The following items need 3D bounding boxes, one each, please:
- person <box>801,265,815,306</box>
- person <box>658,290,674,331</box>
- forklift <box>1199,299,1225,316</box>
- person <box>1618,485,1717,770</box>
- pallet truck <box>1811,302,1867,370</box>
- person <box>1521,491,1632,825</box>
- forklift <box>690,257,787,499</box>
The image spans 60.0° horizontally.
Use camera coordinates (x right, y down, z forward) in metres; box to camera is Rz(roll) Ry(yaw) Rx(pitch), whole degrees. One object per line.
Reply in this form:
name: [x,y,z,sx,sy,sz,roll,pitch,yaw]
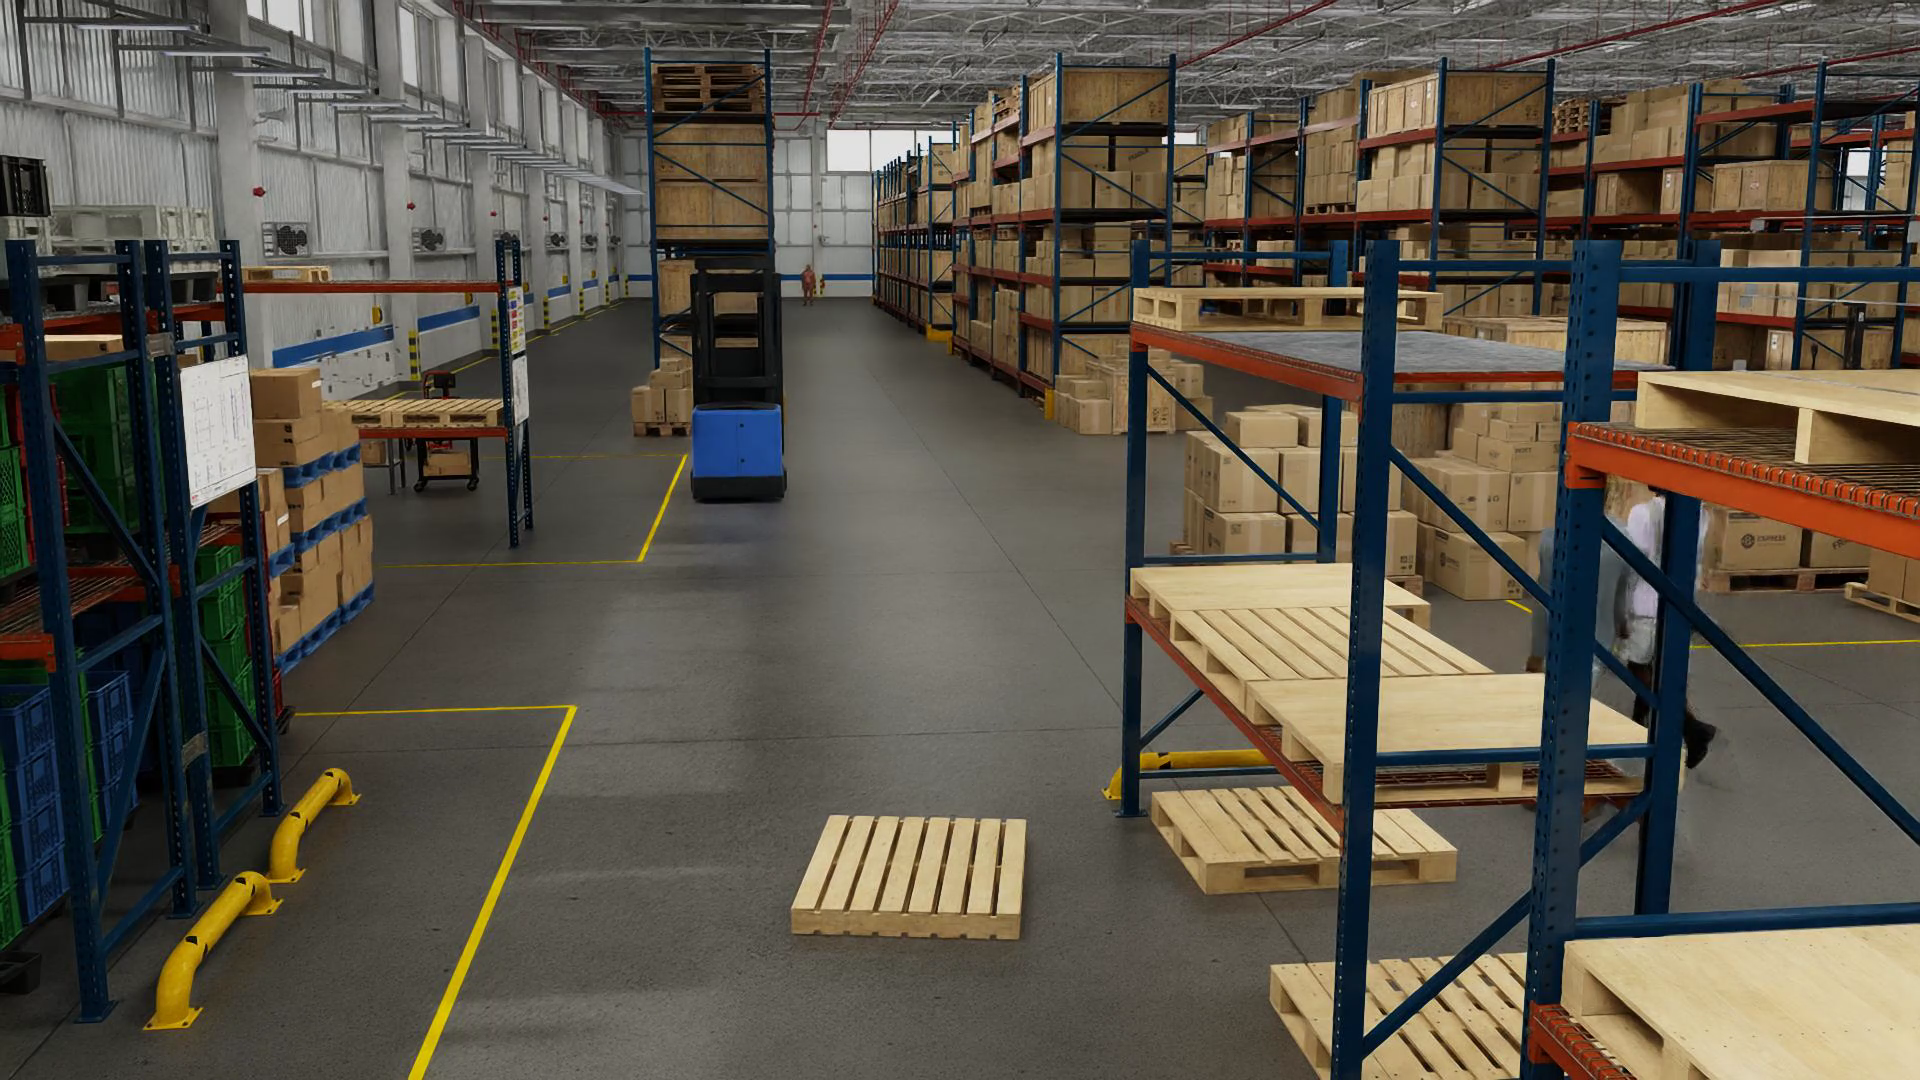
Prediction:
person: [-7.026,-11.798,77.022,0.636,1.903,0.404,0,10,1]
person: [-8.579,-6.651,48.514,0.645,1.900,0.399,-6,12,-29]
forklift: [7.363,-7.044,47.963,1.873,2.768,1.129,-1,10,-6]
person: [4.066,0.370,9.572,0.553,1.914,0.788,-5,11,-25]
pallet truck: [15.846,-3.142,28.793,1.885,1.965,0.823,2,10,12]
person: [3.199,0.546,8.557,0.654,1.925,0.548,-6,12,-32]
forklift: [-2.665,-1.979,19.899,1.129,2.768,1.873,-1,10,-6]
